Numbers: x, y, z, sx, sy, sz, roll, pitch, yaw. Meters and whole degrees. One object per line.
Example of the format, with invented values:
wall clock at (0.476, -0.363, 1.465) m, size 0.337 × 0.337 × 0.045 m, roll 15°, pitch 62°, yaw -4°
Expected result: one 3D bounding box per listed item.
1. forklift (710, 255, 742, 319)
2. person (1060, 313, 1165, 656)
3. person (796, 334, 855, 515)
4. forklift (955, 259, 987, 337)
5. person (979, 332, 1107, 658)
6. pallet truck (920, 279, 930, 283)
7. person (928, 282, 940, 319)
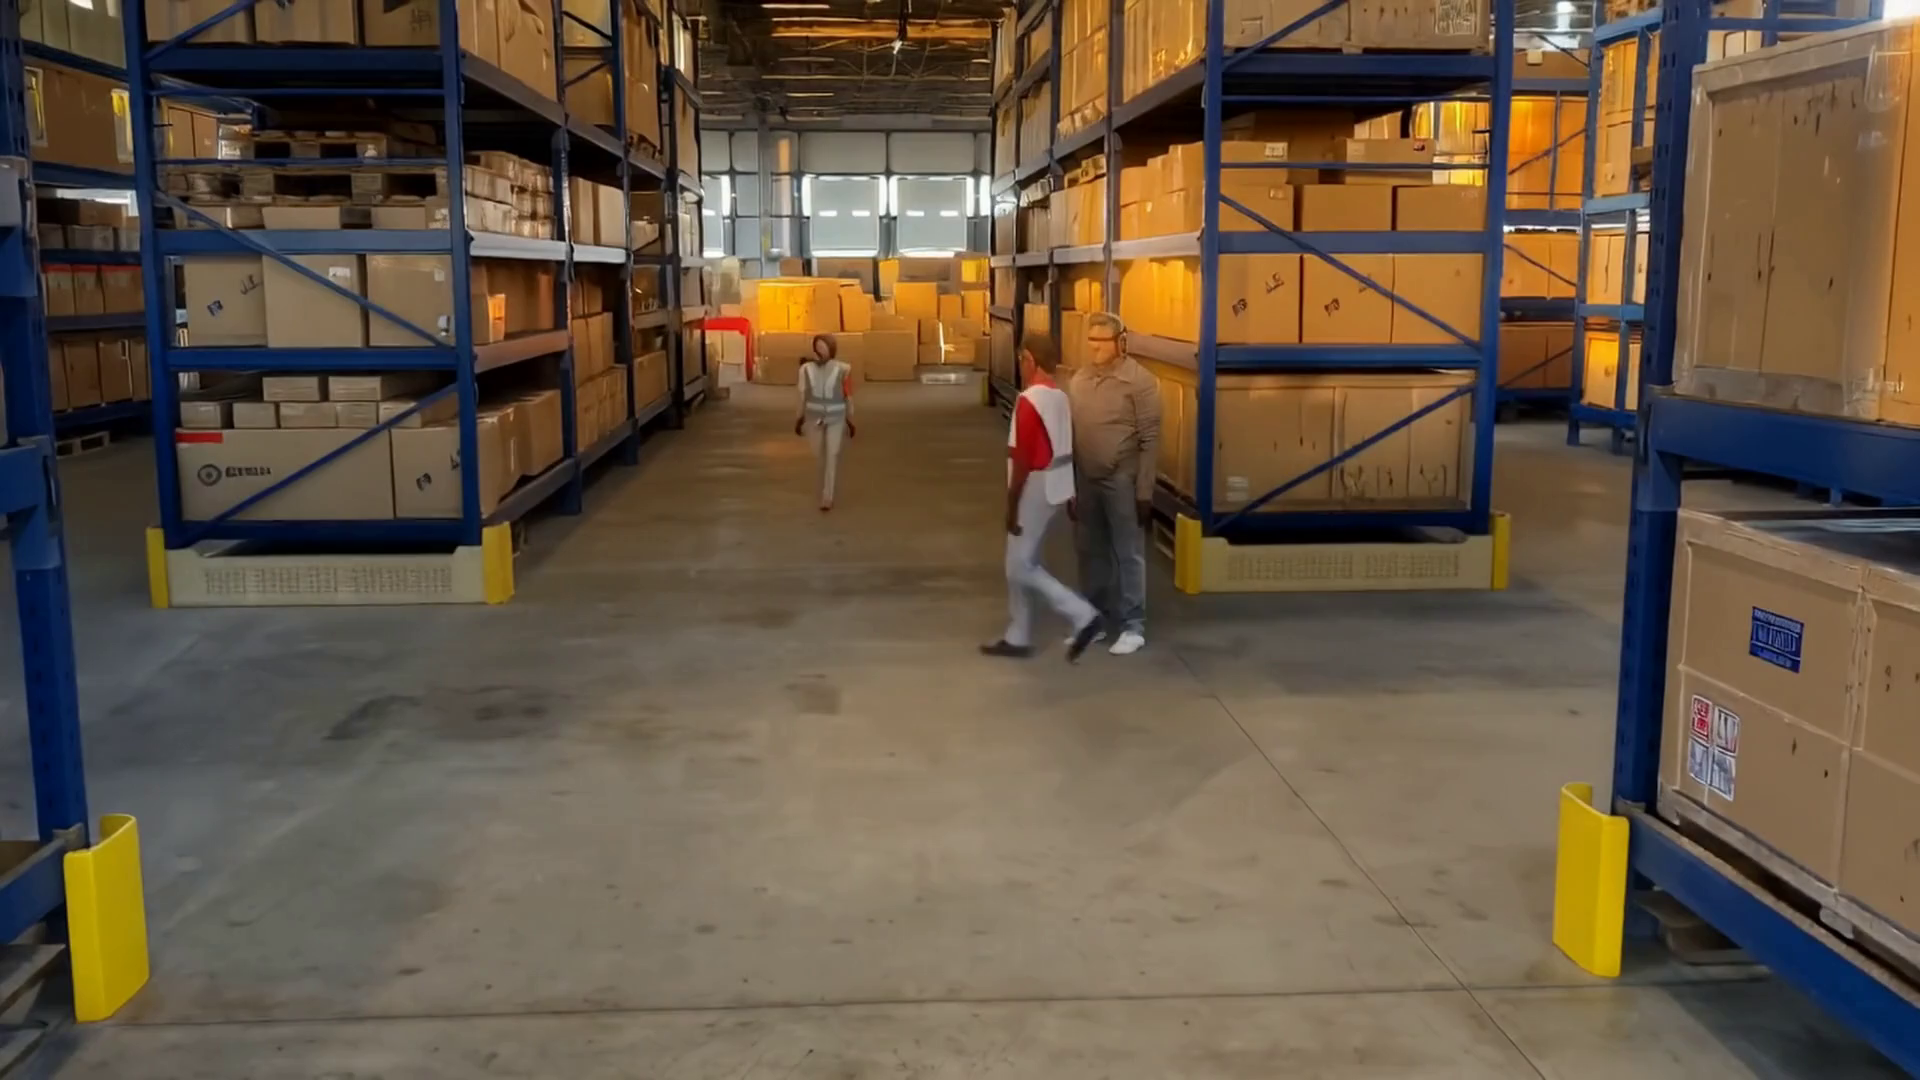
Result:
forklift at (-8.274, -8.634, 58.542) m, size 1.129 × 2.768 × 1.873 m, roll -3°, pitch 10°, yaw -19°
person at (0.831, -0.313, 9.353) m, size 0.659 × 1.909 × 0.404 m, roll 9°, pitch 12°, yaw 43°
person at (-1.203, -1.069, 15.044) m, size 0.528 × 1.603 × 0.830 m, roll 2°, pitch 9°, yaw 11°
forklift at (0.278, -7.332, 50.367) m, size 1.129 × 2.768 × 1.873 m, roll -2°, pitch 9°, yaw -10°
person at (0.437, -0.220, 9.056) m, size 0.682 × 1.806 × 0.591 m, roll 3°, pitch 9°, yaw 18°
pallet truck at (-0.932, -8.922, 63.114) m, size 1.885 × 1.965 × 0.823 m, roll 2°, pitch 9°, yaw 13°
person at (-0.854, -6.790, 49.975) m, size 0.631 × 1.916 × 0.660 m, roll -3°, pitch 10°, yaw -18°
